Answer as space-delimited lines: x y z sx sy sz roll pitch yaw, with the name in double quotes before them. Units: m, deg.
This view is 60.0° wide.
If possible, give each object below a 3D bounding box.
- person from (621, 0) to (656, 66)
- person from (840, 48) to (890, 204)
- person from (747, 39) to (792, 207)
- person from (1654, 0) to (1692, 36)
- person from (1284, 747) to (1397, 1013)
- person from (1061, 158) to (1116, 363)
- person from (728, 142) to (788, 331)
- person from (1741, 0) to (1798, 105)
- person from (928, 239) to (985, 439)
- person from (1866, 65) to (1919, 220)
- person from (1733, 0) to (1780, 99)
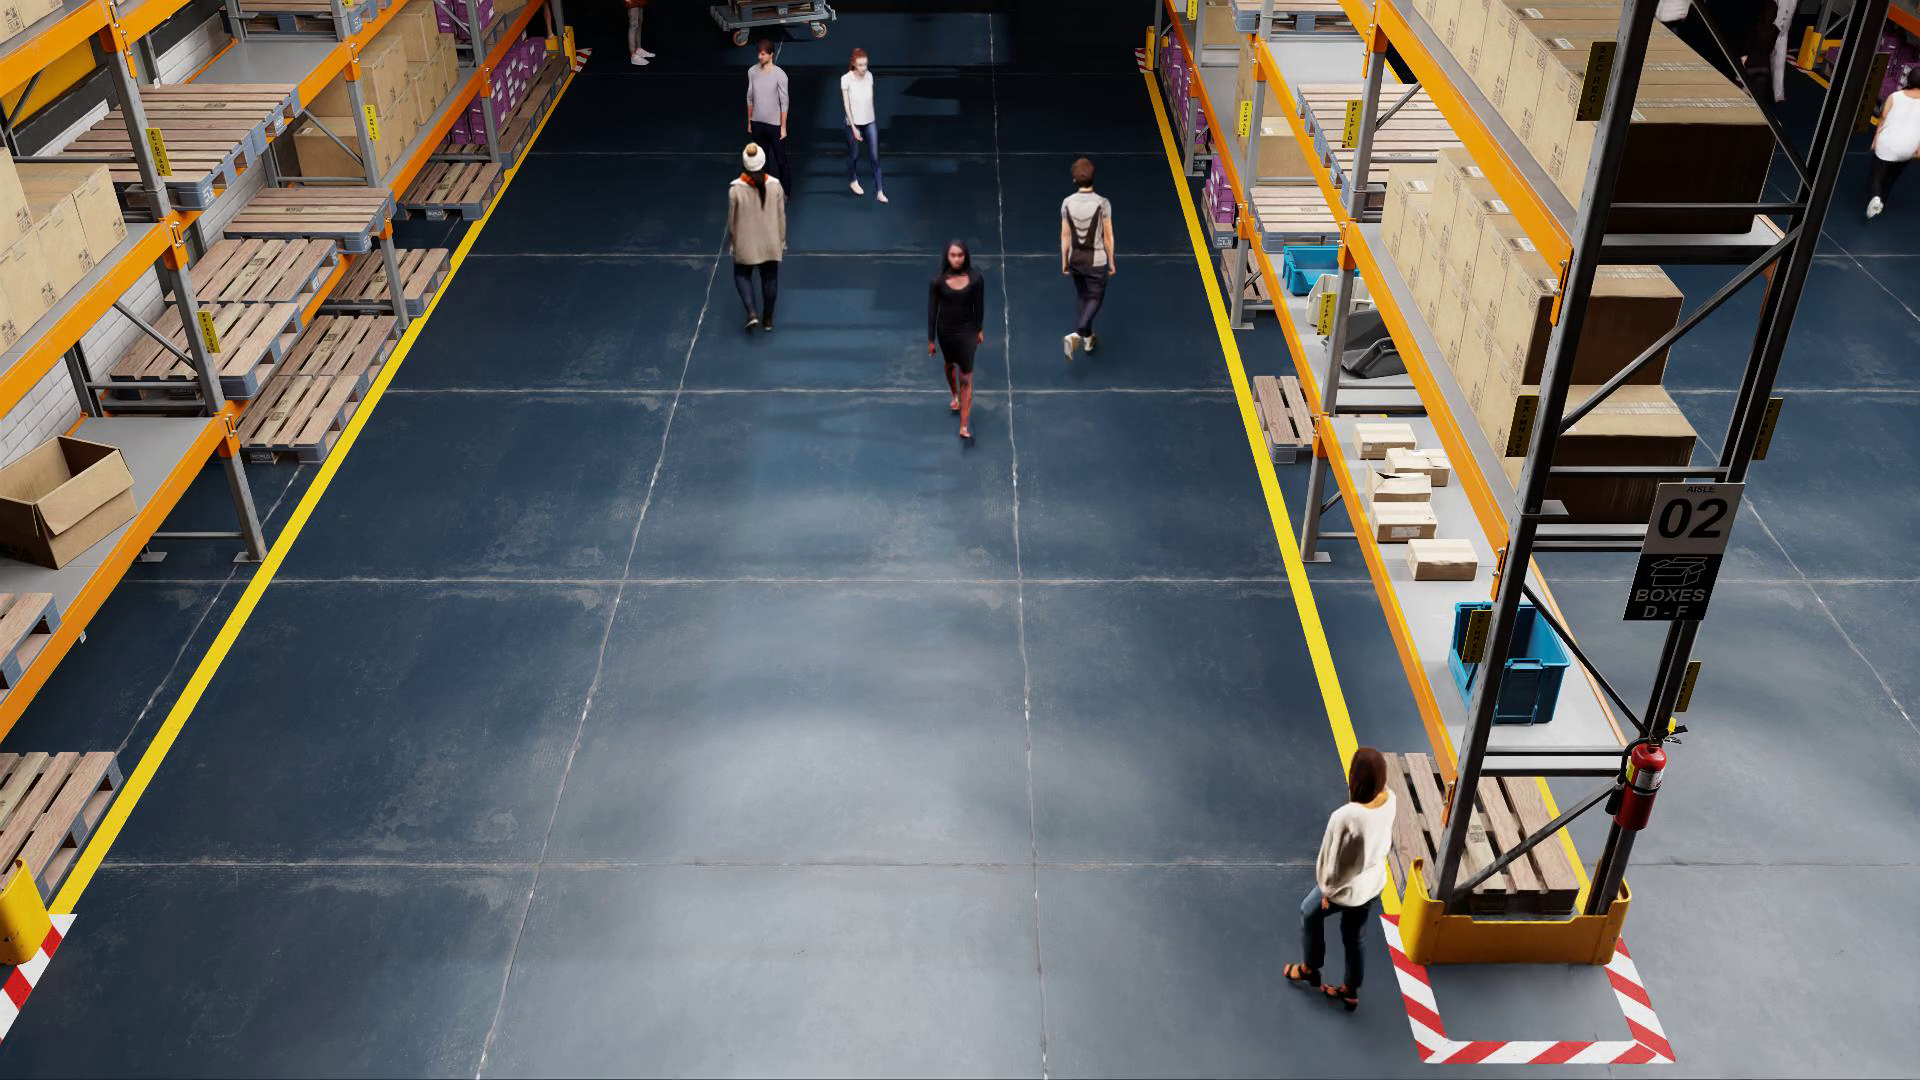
"person" -4.438 -7.408 22.531 0.790 1.839 0.668 4 34 6
"person" -1.164 -4.615 18.457 0.842 1.697 1.102 -14 36 -21
"person" -2.097 -4.592 18.288 0.737 1.844 0.711 16 37 22
"person" 9.447 -6.946 22.030 0.672 1.623 0.674 -3 34 -5
"person" 2.137 1.849 8.764 0.789 1.661 0.840 -23 40 -31
"person" 1.138 -2.492 15.111 0.936 1.865 1.154 14 36 19
"person" -1.899 -2.794 15.545 0.794 1.886 0.831 -7 34 -10
"person" 10.327 -6.498 21.264 0.708 1.725 1.124 -4 34 -6
"person" -0.036 -1.771 14.204 0.630 1.667 1.168 0 34 -1
"person" 10.107 -4.270 17.963 0.836 1.669 1.025 11 35 16
"person" 9.623 -5.653 20.085 0.578 1.623 0.694 3 34 4
